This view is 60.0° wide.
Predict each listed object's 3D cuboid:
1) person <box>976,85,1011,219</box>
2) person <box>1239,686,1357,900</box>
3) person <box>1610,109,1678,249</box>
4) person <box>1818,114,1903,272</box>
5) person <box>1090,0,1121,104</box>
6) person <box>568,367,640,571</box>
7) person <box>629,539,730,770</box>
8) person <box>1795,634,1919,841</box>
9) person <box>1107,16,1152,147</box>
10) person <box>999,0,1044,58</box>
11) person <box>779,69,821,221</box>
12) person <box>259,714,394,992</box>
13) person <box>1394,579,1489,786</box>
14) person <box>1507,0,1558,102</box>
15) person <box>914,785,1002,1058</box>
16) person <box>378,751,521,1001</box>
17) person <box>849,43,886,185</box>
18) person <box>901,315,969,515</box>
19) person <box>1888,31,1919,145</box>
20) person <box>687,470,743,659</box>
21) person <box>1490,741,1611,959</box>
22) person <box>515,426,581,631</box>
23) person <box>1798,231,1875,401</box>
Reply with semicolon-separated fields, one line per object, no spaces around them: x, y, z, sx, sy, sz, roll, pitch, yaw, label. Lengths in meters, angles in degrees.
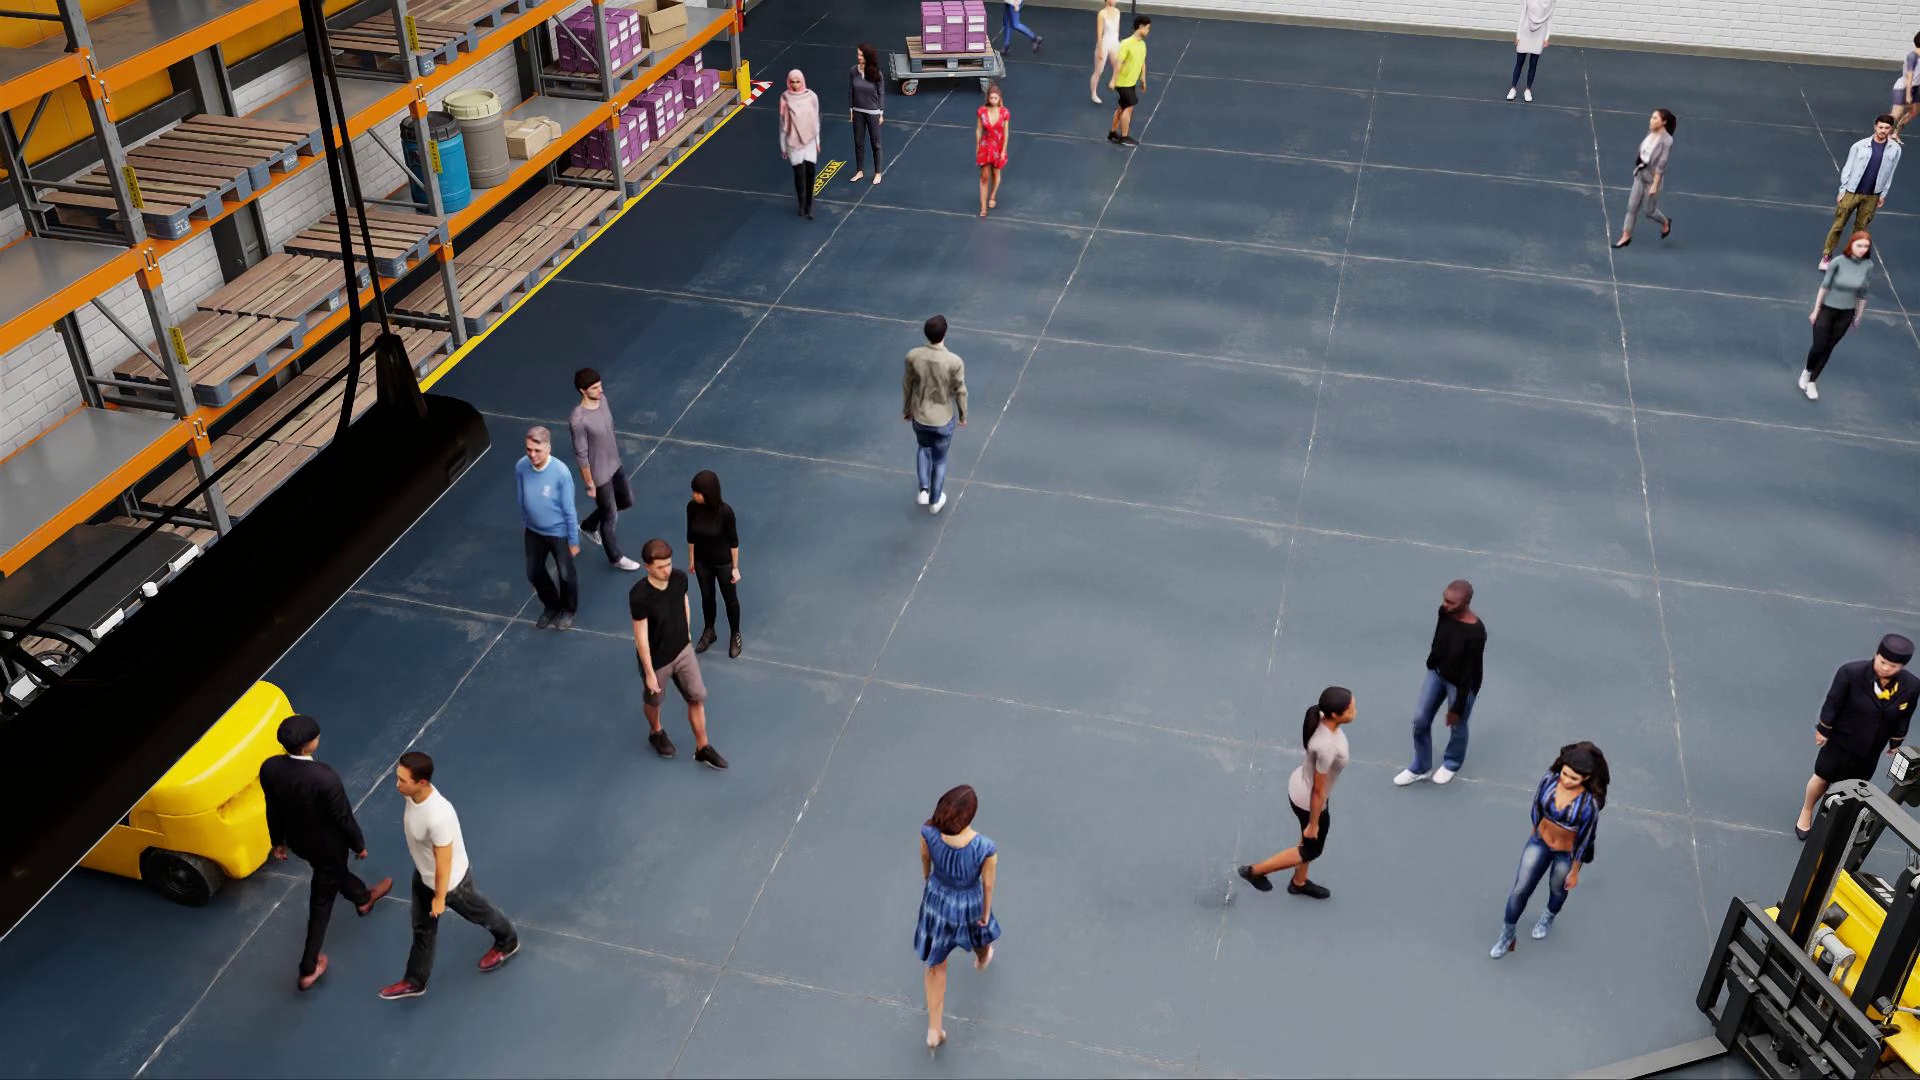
0.408;-4.745;20.093;0.689;1.566;0.968;2;34;2;person
2.112;1.608;10.389;0.768;1.728;0.814;3;34;4;person
7.968;-4.108;19.052;0.966;1.658;0.985;-9;35;-13;person
10.060;-3.870;18.554;0.667;1.811;0.544;10;35;14;person
2.007;-6.890;23.278;0.970;1.612;1.019;-19;38;-27;person
-2.994;-0.598;13.605;0.751;1.841;0.745;9;35;13;person
-2.114;0.745;11.593;1.051;1.831;1.045;-26;41;-33;person
5.888;1.300;10.905;0.681;1.669;0.610;10;35;14;person
2.148;-6.056;21.988;0.822;1.650;0.889;-28;43;-36;person
0.885;-8.071;25.008;0.906;1.664;1.011;-4;34;-6;person
-1.917;-4.760;19.913;0.773;1.789;0.829;-5;34;-7;person
-3.868;1.872;9.899;0.784;1.829;1.214;10;35;14;person
3.428;0.953;11.380;0.920;1.721;0.858;-22;40;-30;person
8.074;-7.104;23.451;0.603;1.776;0.524;10;35;14;person
-0.053;2.185;9.497;0.619;1.753;1.113;9;35;13;person
-2.968;1.938;9.860;1.011;1.763;1.207;28;43;36;person
-1.166;-5.357;20.828;0.604;1.771;0.508;10;35;14;person
-0.258;-1.011;14.215;0.708;1.853;0.623;8;35;12;person
12.422;-5.958;21.929;0.657;1.553;0.744;-27;42;-34;person
-1.862;0.151;12.660;0.567;1.639;0.500;10;35;14;person
3.674;1.855;10.136;0.825;1.596;0.933;28;43;35;person
-3.153;-0.137;12.945;0.688;1.804;0.576;10;35;14;person
8.462;-2.214;16.130;0.627;1.738;0.635;5;34;7;person
